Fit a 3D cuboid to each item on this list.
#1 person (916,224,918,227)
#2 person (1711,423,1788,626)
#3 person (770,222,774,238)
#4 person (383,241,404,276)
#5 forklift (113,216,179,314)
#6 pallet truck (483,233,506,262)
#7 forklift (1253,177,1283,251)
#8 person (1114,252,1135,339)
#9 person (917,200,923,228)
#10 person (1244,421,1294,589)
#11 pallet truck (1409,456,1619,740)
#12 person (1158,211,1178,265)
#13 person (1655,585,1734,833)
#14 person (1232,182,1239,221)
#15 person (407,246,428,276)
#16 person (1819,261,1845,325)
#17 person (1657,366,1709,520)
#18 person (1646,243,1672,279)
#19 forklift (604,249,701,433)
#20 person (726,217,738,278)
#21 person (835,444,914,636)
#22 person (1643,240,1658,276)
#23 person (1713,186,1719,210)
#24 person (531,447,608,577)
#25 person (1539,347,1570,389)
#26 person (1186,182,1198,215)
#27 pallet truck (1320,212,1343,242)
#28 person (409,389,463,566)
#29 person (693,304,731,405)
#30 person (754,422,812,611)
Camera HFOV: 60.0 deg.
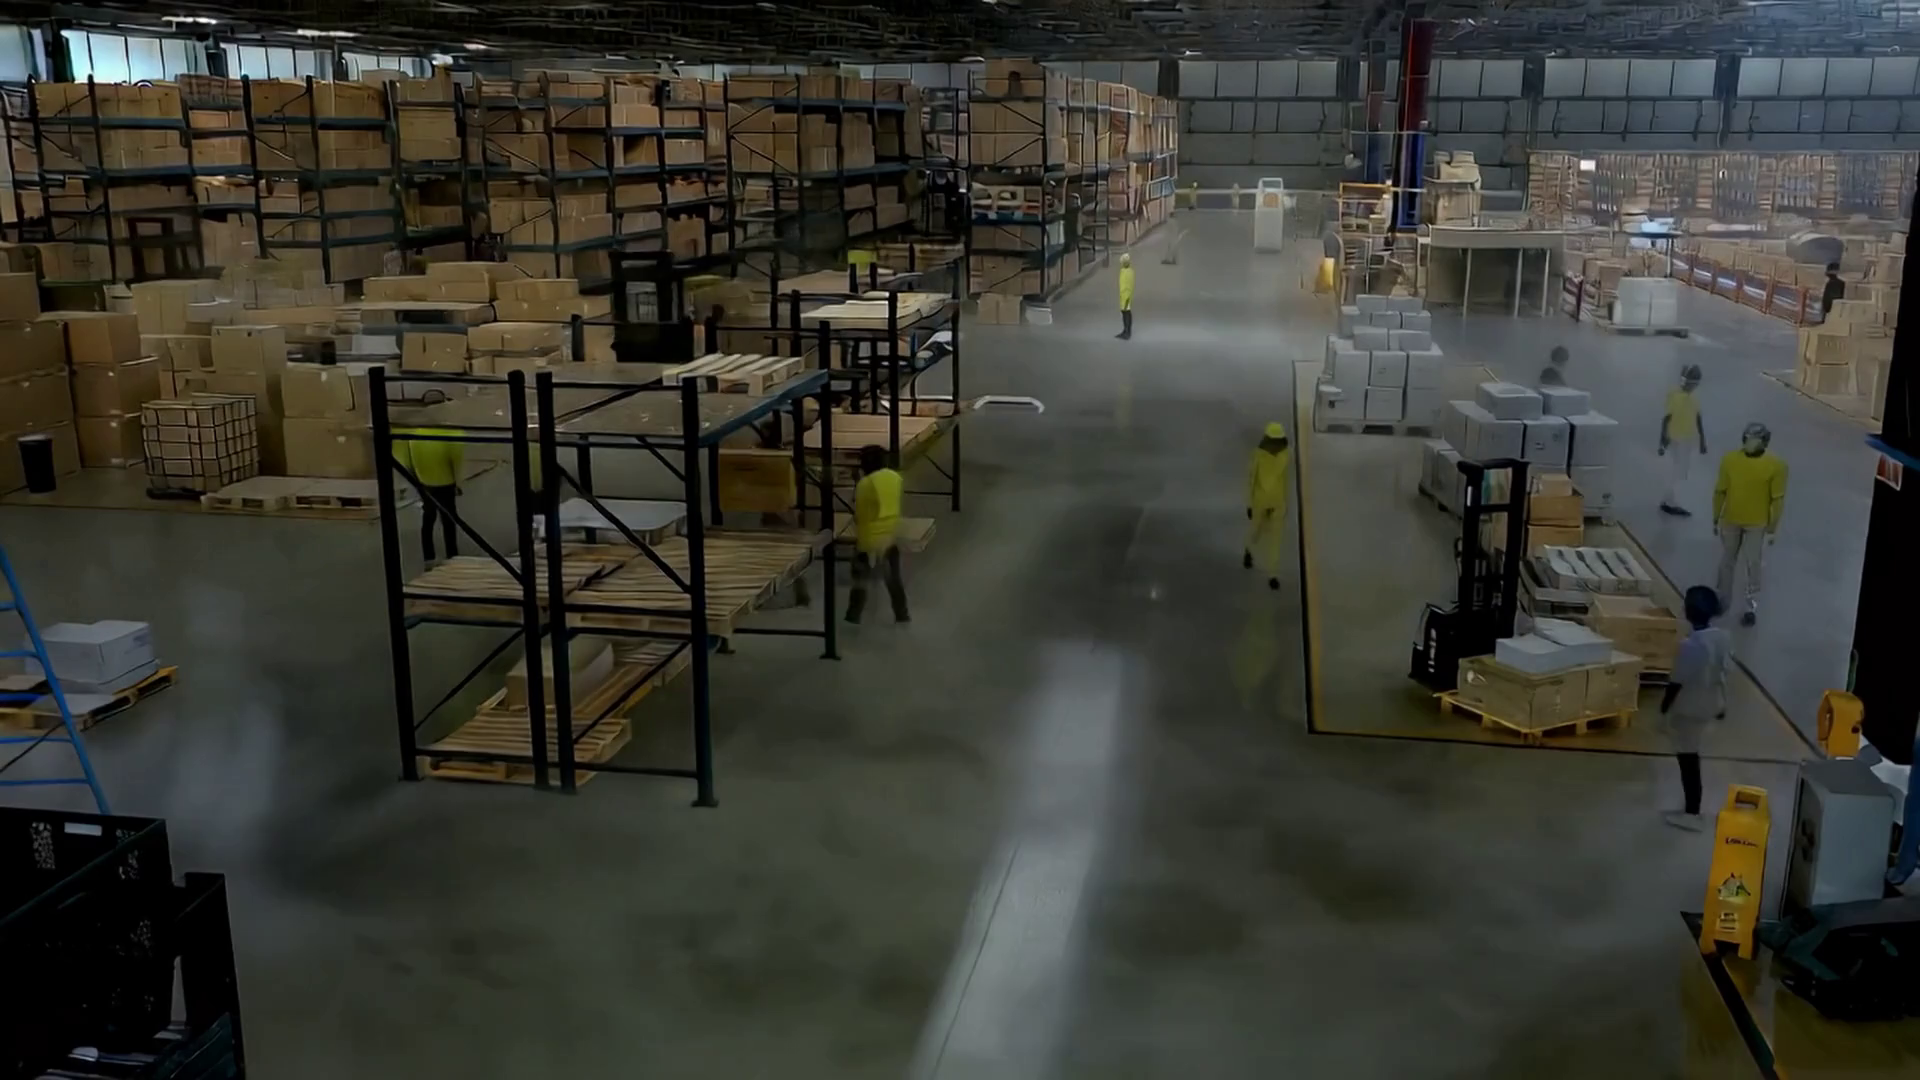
[{"bbox_3d":[-1.851,-11.851,63.276,0.442,1.923,0.638,11,18,38],"label":"person"},{"bbox_3d":[7.444,-0.155,15.773,0.631,1.940,0.369,13,19,42],"label":"person"},{"bbox_3d":[-7.134,-12.116,64.378,0.462,1.917,0.553,-6,15,-23],"label":"person"},{"bbox_3d":[-15.807,-7.494,46.223,0.544,1.607,0.768,3,14,11],"label":"person"},{"bbox_3d":[-17.061,-5.444,35.308,1.873,2.768,1.129,9,16,31],"label":"forklift"},{"bbox_3d":[-11.832,-7.026,43.548,1.885,1.965,0.823,8,16,28],"label":"pallet truck"},{"bbox_3d":[12.083,-12.747,64.956,1.129,2.768,1.873,3,14,10],"label":"forklift"},{"bbox_3d":[3.721,-5.499,37.468,0.355,1.939,0.543,-5,15,-18],"label":"person"},{"bbox_3d":[-1.977,-15.938,80.250,0.605,1.760,1.003,4,14,17],"label":"person"},{"bbox_3d":[3.193,-0.412,17.260,0.484,1.718,0.751,0,14,-1],"label":"person"},{"bbox_3d":[4.504,0.400,13.395,0.823,1.965,1.885,-6,15,-23],"label":"pallet truck"},{"bbox_3d":[7.262,-10.549,58.082,0.916,1.868,0.665,7,15,26],"label":"person"},{"bbox_3d":[4.862,1.114,11.125,0.556,1.679,0.457,-9,17,-34],"label":"person"},{"bbox_3d":[14.297,-17.581,86.439,0.414,1.985,0.611,1,14,4],"label":"person"},{"bbox_3d":[-13.307,-6.304,40.914,0.495,1.848,0.692,-4,14,-16],"label":"person"},{"bbox_3d":[17.876,-4.719,34.184,0.396,1.993,0.618,-1,14,-3],"label":"person"},{"bbox_3d":[8.816,-1.177,20.108,0.521,1.846,0.725,-7,15,-26],"label":"person"},{"bbox_3d":[17.950,-6.727,42.742,0.612,1.808,0.850,3,14,11],"label":"person"},{"bbox_3d":[-4.893,-3.084,25.724,1.129,2.768,1.873,3,14,10],"label":"forklift"},{"bbox_3d":[-7.291,-9.349,53.133,0.380,1.920,0.596,-5,15,-21],"label":"person"},{"bbox_3d":[-0.771,0.003,15.391,0.811,1.814,0.628,13,19,42],"label":"person"},{"bbox_3d":[19.160,-7.469,46.018,0.528,1.667,0.801,4,14,14],"label":"person"},{"bbox_3d":[38.751,-17.314,85.640,0.589,1.834,0.436,1,14,4],"label":"person"},{"bbox_3d":[-4.033,-0.330,16.763,0.951,1.796,0.510,3,14,10],"label":"person"},{"bbox_3d":[7.609,-1.522,21.346,0.422,1.925,0.641,2,14,7],"label":"person"},{"bbox_3d":[12.917,-18.957,92.383,0.762,1.817,0.642,-4,14,-15],"label":"person"},{"bbox_3d":[15.874,-13.227,70.310,0.680,1.201,1.601,10,17,35],"label":"pallet truck"},{"bbox_3d":[-5.600,-0.659,17.873,0.585,1.917,0.409,4,14,15],"label":"person"},{"bbox_3d":[-3.977,-2.806,26.612,0.643,1.898,0.817,3,14,13],"label":"person"},{"bbox_3d":[-1.878,-0.211,16.117,0.934,1.876,0.603,1,14,5],"label":"person"}]
